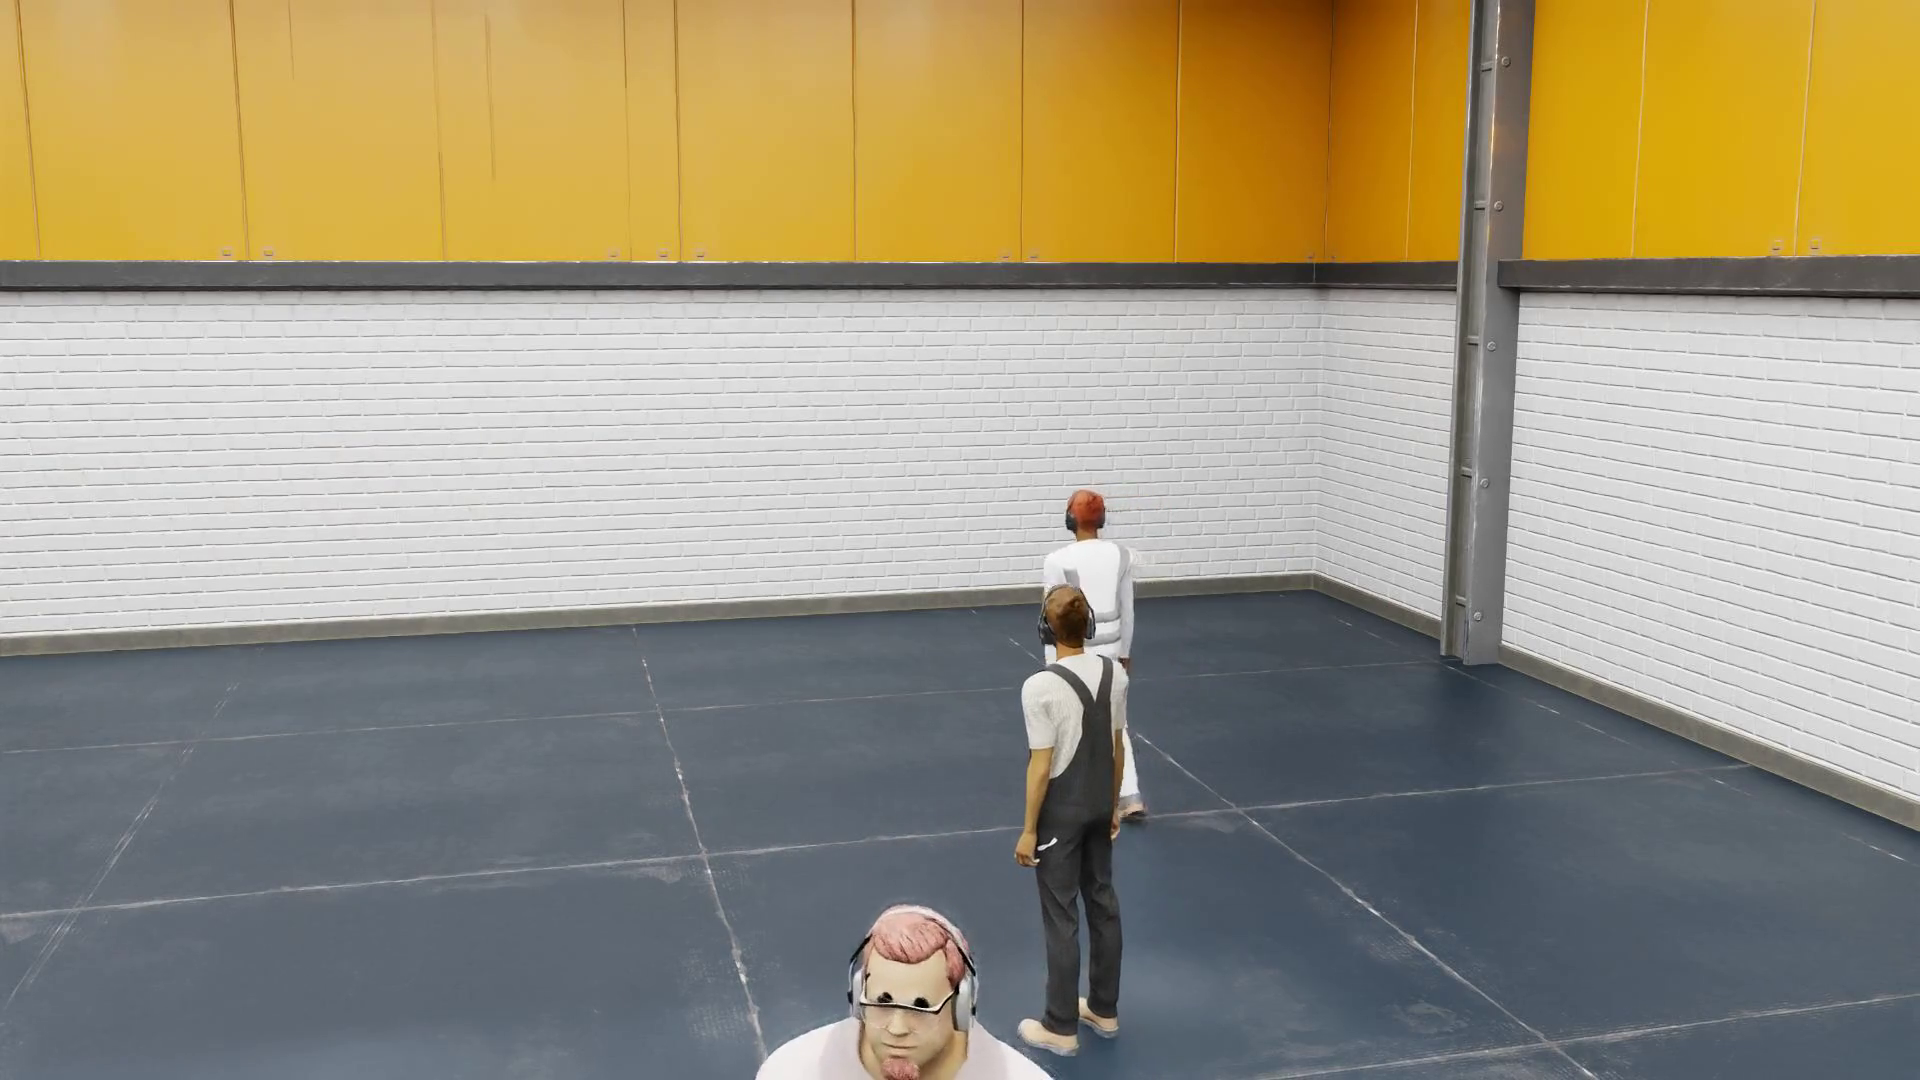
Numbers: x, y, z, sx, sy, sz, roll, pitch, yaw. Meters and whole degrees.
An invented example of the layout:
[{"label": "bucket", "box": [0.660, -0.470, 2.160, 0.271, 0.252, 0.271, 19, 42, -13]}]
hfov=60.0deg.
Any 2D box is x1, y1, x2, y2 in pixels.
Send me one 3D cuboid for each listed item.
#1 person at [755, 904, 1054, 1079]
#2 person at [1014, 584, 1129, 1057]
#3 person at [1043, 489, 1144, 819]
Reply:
[{"label": "person", "box": [-0.095, 1.584, 3.185, 0.659, 1.893, 0.620, 2, 9, 11]}, {"label": "person", "box": [0.431, 1.083, 6.482, 0.506, 1.842, 0.344, -7, 12, -38]}, {"label": "person", "box": [0.730, 0.630, 9.309, 0.589, 1.847, 0.939, -4, 10, -23]}]
